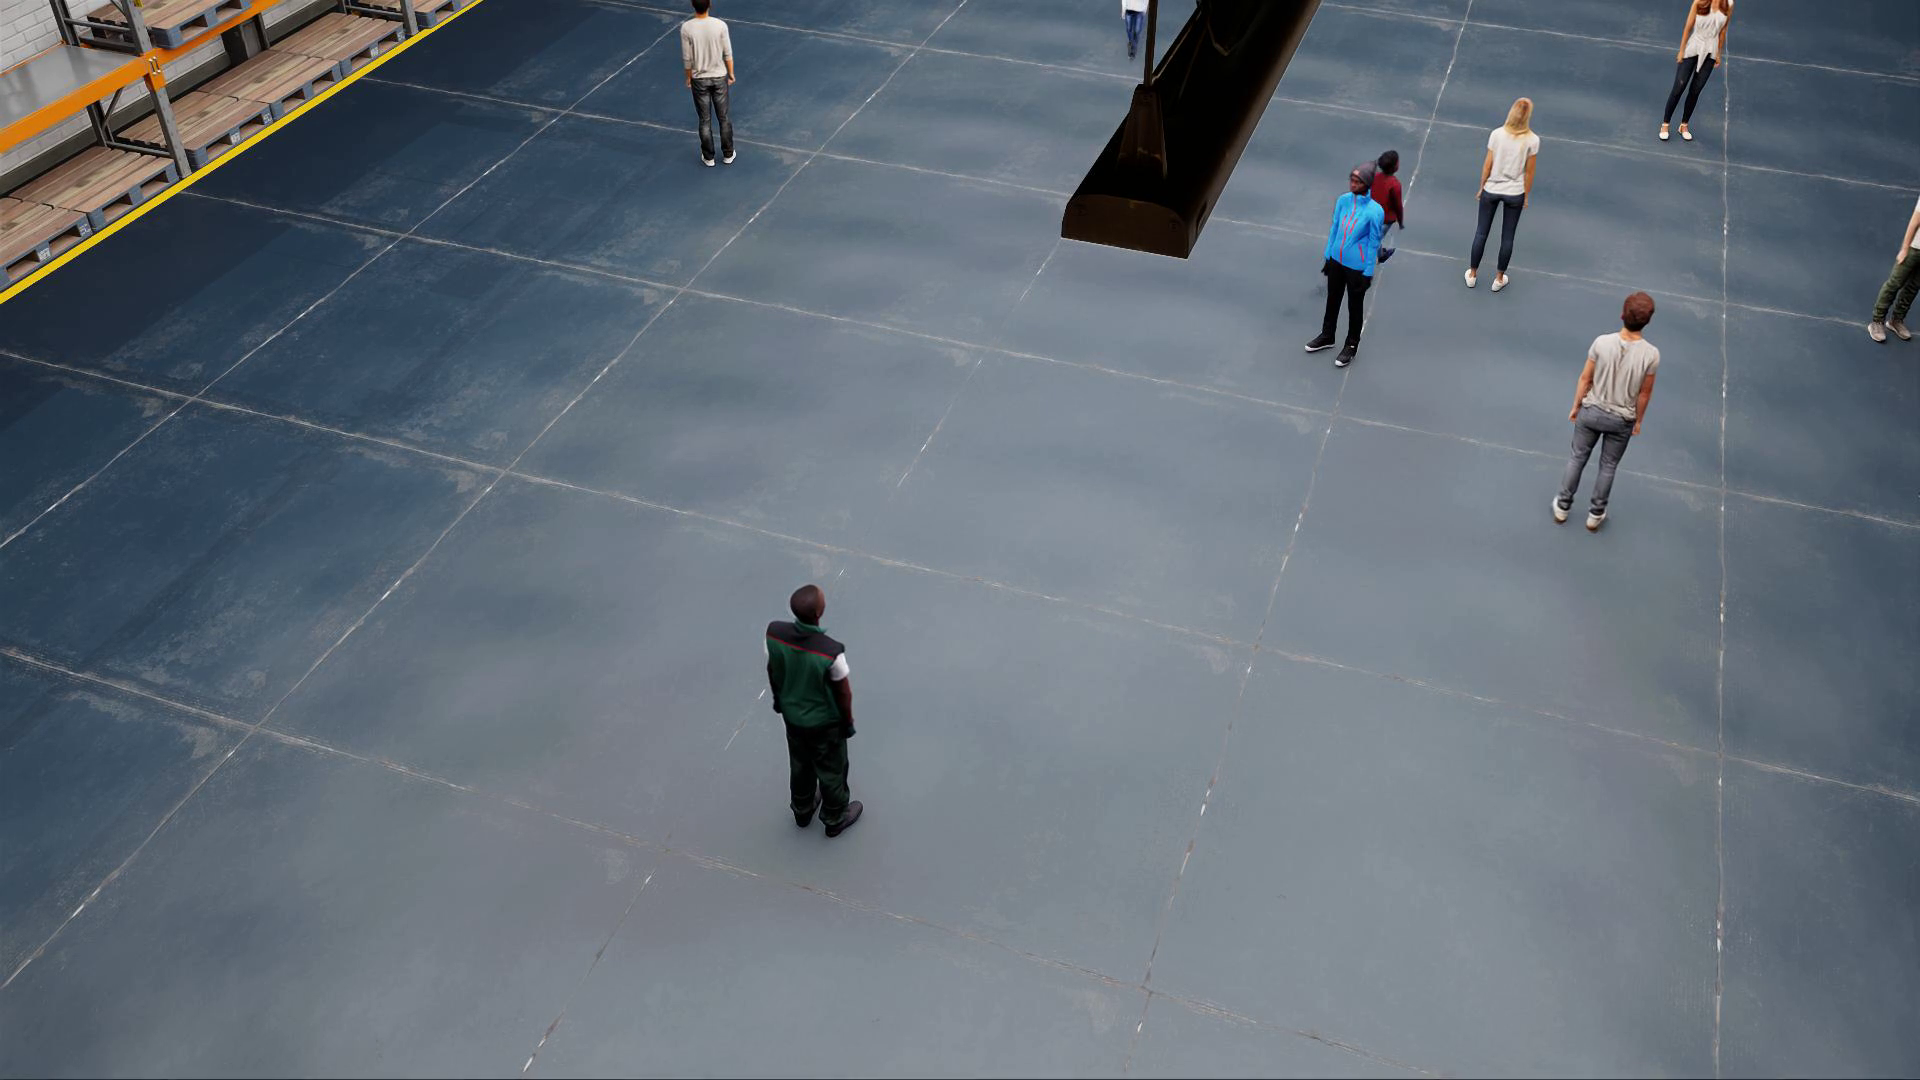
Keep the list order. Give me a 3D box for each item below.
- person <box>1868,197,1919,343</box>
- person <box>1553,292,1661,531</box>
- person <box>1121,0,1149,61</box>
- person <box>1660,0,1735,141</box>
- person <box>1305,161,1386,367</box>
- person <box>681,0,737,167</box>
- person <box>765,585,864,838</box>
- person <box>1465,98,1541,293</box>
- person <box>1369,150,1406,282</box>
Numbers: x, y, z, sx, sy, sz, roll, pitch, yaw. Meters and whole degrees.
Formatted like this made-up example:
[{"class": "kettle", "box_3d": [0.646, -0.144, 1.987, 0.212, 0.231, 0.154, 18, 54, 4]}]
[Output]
[{"class": "person", "box_3d": [8.162, -2.475, 14.111, 0.658, 1.654, 0.666, -3, 39, -4]}, {"class": "person", "box_3d": [4.659, -0.910, 11.958, 0.660, 1.895, 0.574, 16, 41, 19]}, {"class": "person", "box_3d": [2.005, -6.131, 19.145, 0.510, 1.084, 0.820, 7, 39, 9]}, {"class": "person", "box_3d": [7.636, -5.027, 17.202, 0.641, 1.785, 0.610, 3, 39, 4]}, {"class": "person", "box_3d": [3.247, -2.301, 13.781, 0.682, 1.794, 0.692, -30, 48, -32]}, {"class": "person", "box_3d": [-2.513, -4.641, 16.696, 0.730, 1.812, 0.733, -7, 39, -9]}, {"class": "person", "box_3d": [-0.848, 0.989, 9.625, 0.711, 1.839, 0.623, 17, 42, 20]}, {"class": "person", "box_3d": [4.805, -3.050, 14.707, 0.586, 1.809, 0.488, 13, 41, 16]}, {"class": "person", "box_3d": [3.734, -2.882, 14.960, 0.919, 1.231, 0.807, -22, 43, -25]}]
